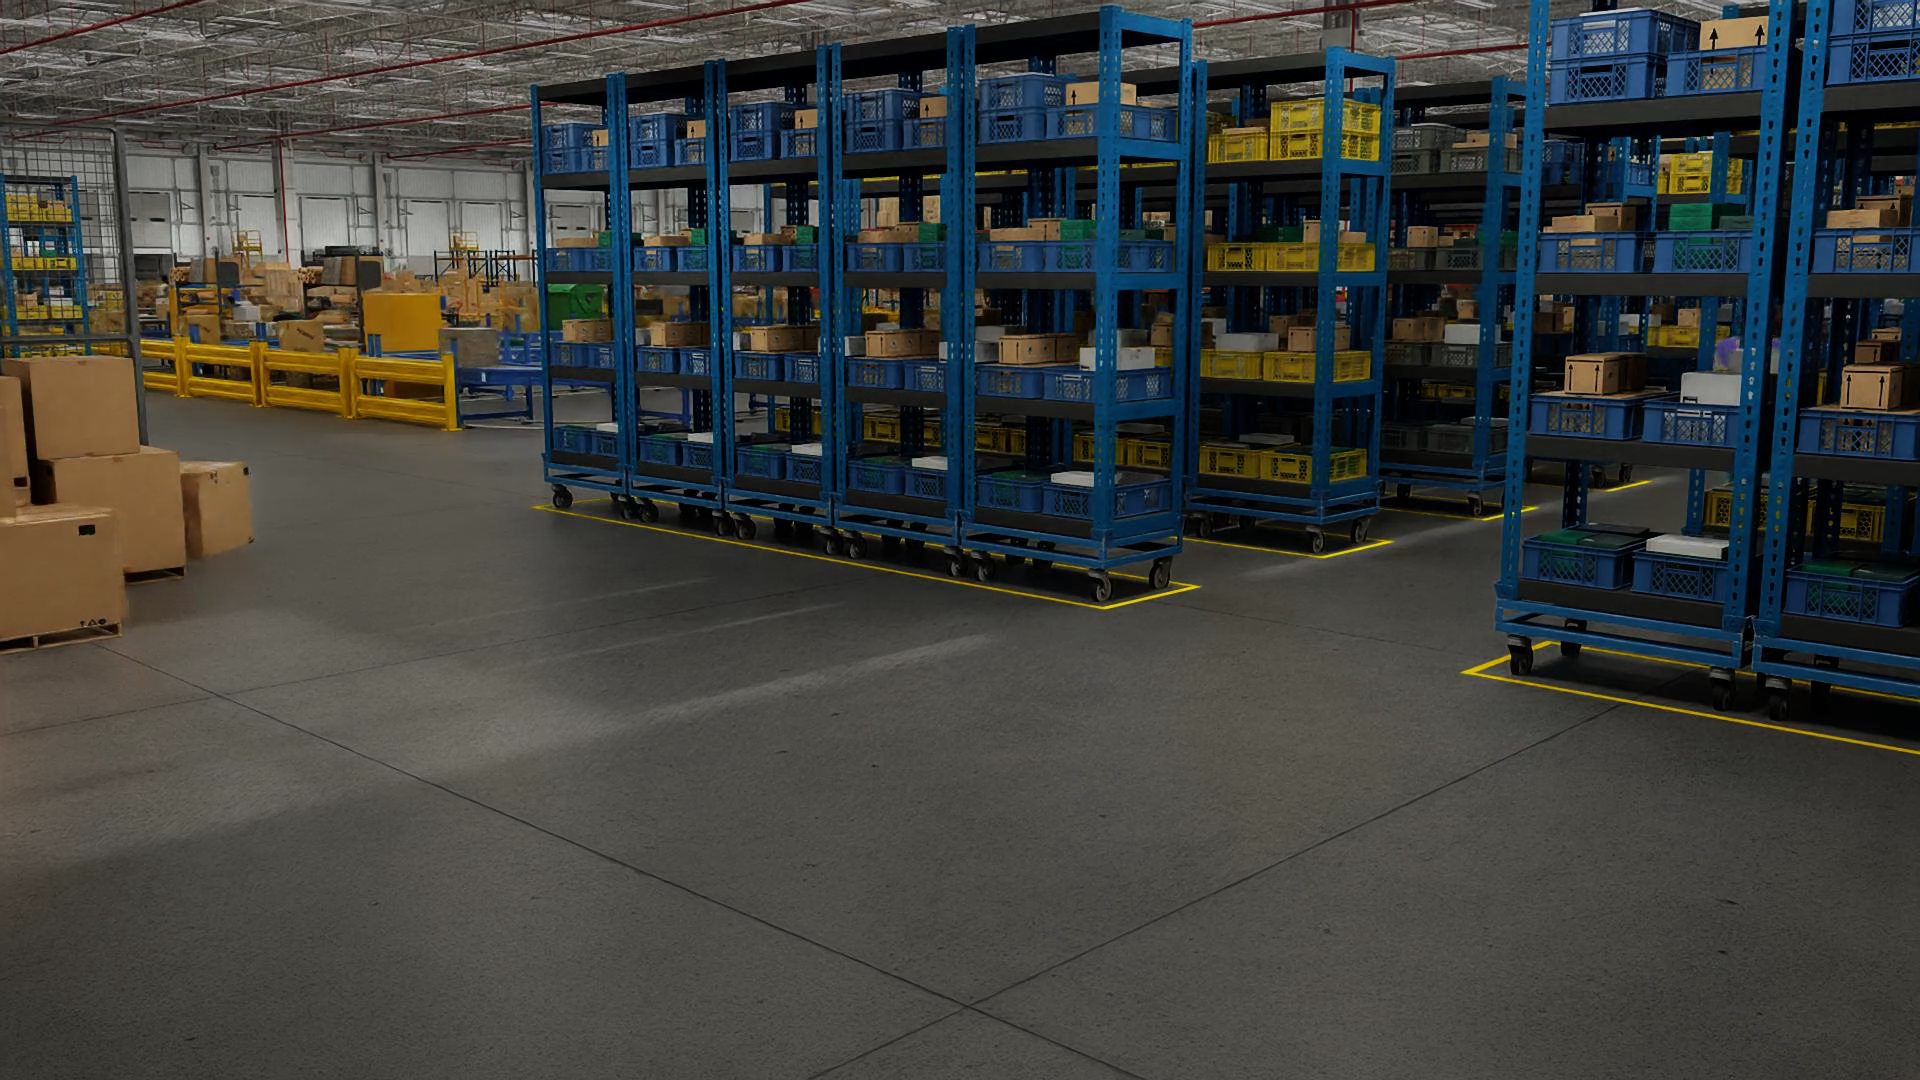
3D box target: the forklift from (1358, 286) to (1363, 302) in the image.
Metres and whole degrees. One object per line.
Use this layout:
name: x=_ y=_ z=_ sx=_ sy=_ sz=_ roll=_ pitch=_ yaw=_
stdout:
forklift: x=11.100 y=-7.017 z=46.970 sx=1.873 sy=2.768 sz=1.129 roll=9 pitch=13 yaw=43

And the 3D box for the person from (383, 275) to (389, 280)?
person: x=-20.542 y=-8.627 z=60.007 sx=0.551 sy=1.846 sz=1.075 roll=6 pitch=11 yaw=33

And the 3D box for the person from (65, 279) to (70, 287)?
person: x=-44.554 y=-12.427 z=83.177 sx=0.588 sy=1.881 sz=0.947 roll=7 pitch=11 yaw=35

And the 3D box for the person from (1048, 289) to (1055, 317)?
person: x=1.718 y=-3.881 z=31.239 sx=0.541 sy=1.725 sz=0.858 roll=6 pitch=11 yaw=31

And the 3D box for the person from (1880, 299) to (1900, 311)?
person: x=15.567 y=-3.428 z=27.840 sx=0.401 sy=1.939 sz=0.602 roll=4 pitch=10 yaw=21

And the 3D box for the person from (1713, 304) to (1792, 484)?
person: x=6.059 y=-0.926 z=12.833 sx=0.449 sy=1.831 sz=0.585 roll=-8 pitch=12 yaw=-41

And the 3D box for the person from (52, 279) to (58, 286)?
person: x=-29.164 y=-7.591 z=53.942 sx=0.739 sy=1.737 sz=0.553 roll=-5 pitch=10 yaw=-28

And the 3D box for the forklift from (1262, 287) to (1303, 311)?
forklift: x=10.769 y=-8.203 z=54.240 sx=1.129 sy=2.768 sz=1.873 roll=8 pitch=12 yaw=42

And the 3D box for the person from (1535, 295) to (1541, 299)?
person: x=15.357 y=-6.153 z=44.927 sx=0.629 sy=1.821 sz=0.427 roll=0 pitch=9 yaw=0

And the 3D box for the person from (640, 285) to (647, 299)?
person: x=-12.752 y=-9.672 z=67.045 sx=0.311 sy=1.636 sz=0.523 roll=-2 pitch=10 yaw=-14

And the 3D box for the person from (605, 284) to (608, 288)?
person: x=-16.164 y=-11.290 z=76.276 sx=0.328 sy=1.865 sz=0.521 roll=-3 pitch=10 yaw=-15

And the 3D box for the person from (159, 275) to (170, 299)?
person: x=-26.154 y=-7.766 z=54.625 sx=0.923 sy=1.887 sz=0.599 roll=-8 pitch=12 yaw=-40

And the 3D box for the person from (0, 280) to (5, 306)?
person: x=-42.458 y=-10.878 z=73.563 sx=0.463 sy=1.921 sz=0.554 roll=1 pitch=9 yaw=6

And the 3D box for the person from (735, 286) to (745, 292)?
person: x=-8.954 y=-9.799 z=66.954 sx=0.585 sy=1.920 sz=0.413 roll=-1 pitch=9 yaw=-8

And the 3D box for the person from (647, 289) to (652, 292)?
person: x=-15.548 y=-12.432 z=83.052 sx=0.372 sy=1.940 sz=0.630 roll=1 pitch=9 yaw=4

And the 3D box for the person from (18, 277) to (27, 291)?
person: x=-44.737 y=-11.909 z=79.675 sx=0.401 sy=1.989 sz=0.623 roll=8 pitch=12 yaw=41
